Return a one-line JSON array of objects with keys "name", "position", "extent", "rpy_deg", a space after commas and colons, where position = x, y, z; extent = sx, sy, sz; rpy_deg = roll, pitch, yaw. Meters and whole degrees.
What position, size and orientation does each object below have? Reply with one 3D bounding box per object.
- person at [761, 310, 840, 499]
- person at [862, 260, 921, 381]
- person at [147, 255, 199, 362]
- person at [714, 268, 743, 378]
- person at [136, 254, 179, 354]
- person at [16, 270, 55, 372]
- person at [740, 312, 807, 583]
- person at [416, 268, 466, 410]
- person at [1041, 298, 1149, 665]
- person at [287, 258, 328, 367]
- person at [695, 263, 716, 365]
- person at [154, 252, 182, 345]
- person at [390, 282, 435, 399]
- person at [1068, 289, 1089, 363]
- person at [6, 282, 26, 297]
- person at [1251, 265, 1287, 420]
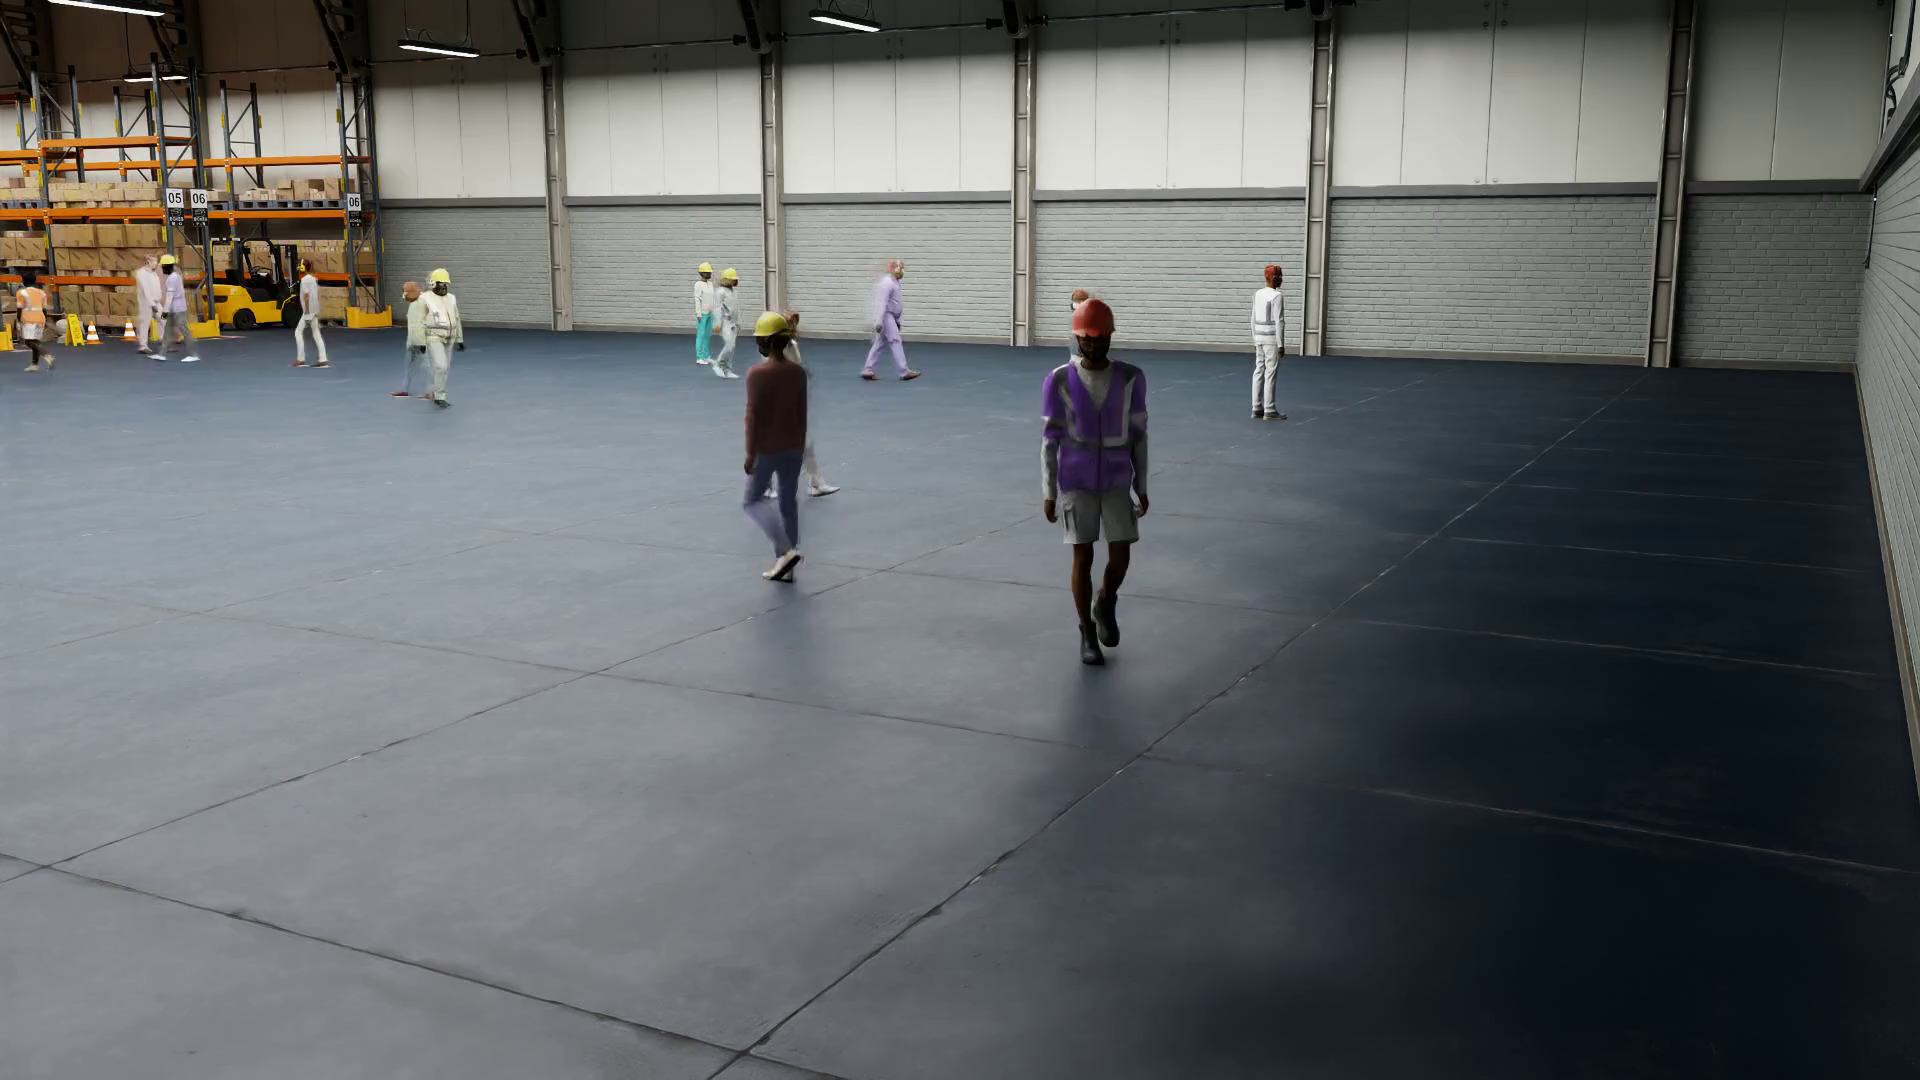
[{"name": "person", "position": [-1.401, -1.128, 14.062], "extent": [0.792, 1.601, 0.549], "rpy_deg": [4, 11, 22]}, {"name": "person", "position": [-1.070, -3.374, 25.664], "extent": [0.997, 1.855, 0.671], "rpy_deg": [0, 10, 1]}, {"name": "person", "position": [-13.973, -4.075, 29.363], "extent": [0.924, 1.884, 0.604], "rpy_deg": [-4, 11, -23]}, {"name": "person", "position": [-3.618, -3.392, 26.098], "extent": [0.365, 1.725, 0.508], "rpy_deg": [4, 11, 22]}, {"name": "person", "position": [-15.225, -4.455, 31.476], "extent": [0.789, 1.878, 0.659], "rpy_deg": [0, 10, 1]}, {"name": "person", "position": [-15.090, -3.563, 27.158], "extent": [0.683, 1.676, 0.538], "rpy_deg": [3, 11, 17]}, {"name": "person", "position": [-1.191, -0.583, 10.683], "extent": [0.376, 1.751, 0.551], "rpy_deg": [9, 14, 40]}, {"name": "person", "position": [-6.657, -2.587, 21.474], "extent": [0.567, 1.810, 0.590], "rpy_deg": [6, 12, 29]}, {"name": "person", "position": [0.704, -0.300, 8.693], "extent": [0.579, 1.922, 0.452], "rpy_deg": [0, 10, -3]}, {"name": "person", "position": [-11.142, -3.843, 28.219], "extent": [0.774, 1.841, 0.573], "rpy_deg": [0, 10, 2]}, {"name": "person", "position": [-4.425, -3.944, 28.999], "extent": [0.317, 1.767, 0.535], "rpy_deg": [4, 11, 22]}, {"name": "person", "position": [-16.359, -4.968, 34.221], "extent": [0.399, 1.902, 0.642], "rpy_deg": [8, 13, 37]}, {"name": "person", "position": [-7.520, -2.712, 22.703], "extent": [0.765, 1.598, 0.509], "rpy_deg": [-2, 11, -11]}, {"name": "person", "position": [1.521, -2.187, 19.849], "extent": [0.701, 1.607, 0.500], "rpy_deg": [-10, 14, -43]}, {"name": "person", "position": [-24.406, -6.608, 43.061], "extent": [0.359, 1.936, 0.632], "rpy_deg": [6, 12, 28]}, {"name": "person", "position": [3.777, -2.410, 20.311], "extent": [0.338, 1.882, 0.583], "rpy_deg": [-4, 11, -23]}]
